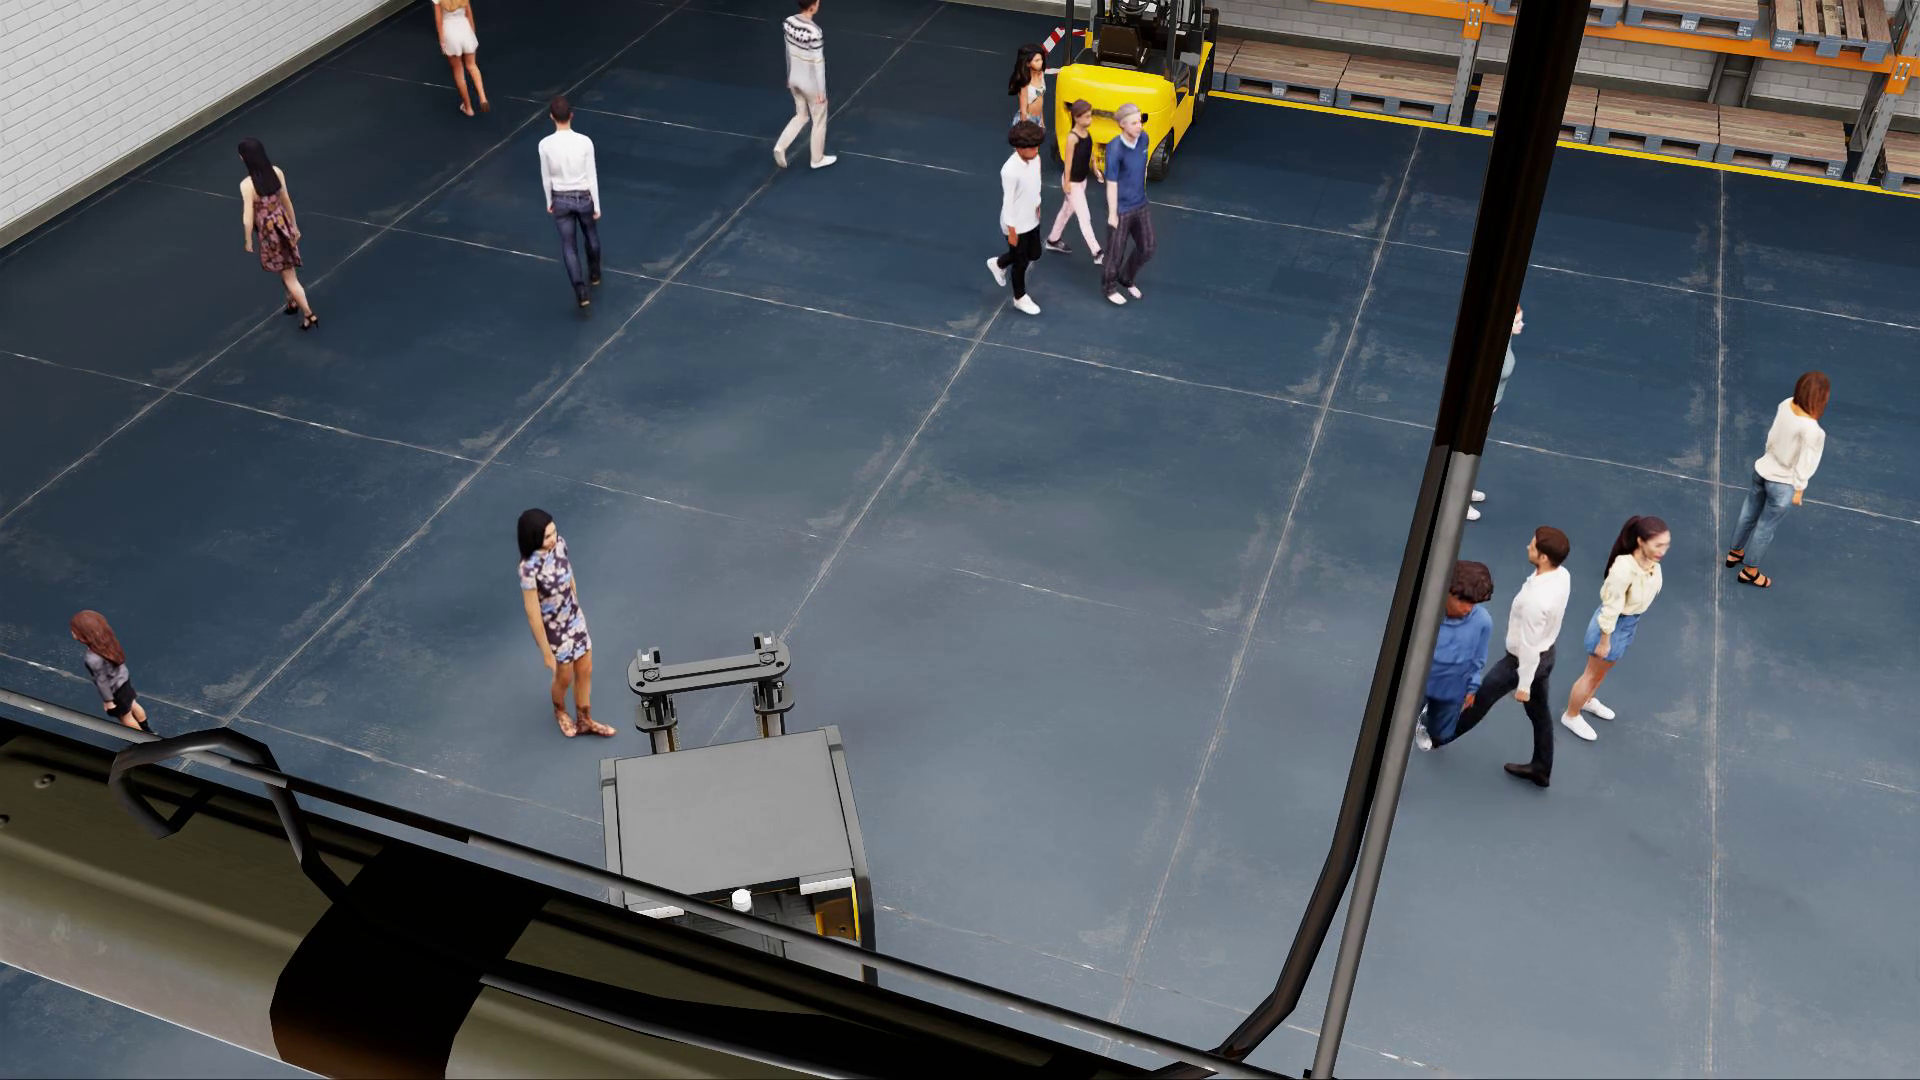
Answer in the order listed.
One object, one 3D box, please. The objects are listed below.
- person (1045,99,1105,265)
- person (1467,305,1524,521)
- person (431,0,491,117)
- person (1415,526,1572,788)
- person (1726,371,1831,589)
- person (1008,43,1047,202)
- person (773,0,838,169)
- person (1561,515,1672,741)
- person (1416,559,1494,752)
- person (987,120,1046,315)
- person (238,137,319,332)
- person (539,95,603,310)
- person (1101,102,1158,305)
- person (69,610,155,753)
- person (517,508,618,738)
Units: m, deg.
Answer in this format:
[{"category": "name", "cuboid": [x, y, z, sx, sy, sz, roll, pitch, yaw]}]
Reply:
[{"category": "person", "cuboid": [0.987, -3.244, 15.014, 1.011, 1.523, 0.617, 17, 42, 20]}, {"category": "person", "cuboid": [3.765, -0.953, 11.968, 0.555, 1.743, 0.590, 16, 41, 19]}, {"category": "person", "cuboid": [-5.192, -5.194, 17.322, 0.792, 1.690, 0.896, -26, 45, -29]}, {"category": "person", "cuboid": [3.420, 0.754, 9.761, 1.238, 1.831, 0.914, 24, 45, 27]}, {"category": "person", "cuboid": [5.594, -0.433, 11.366, 0.678, 1.683, 0.692, -2, 39, -3]}, {"category": "person", "cuboid": [0.648, -3.924, 15.782, 0.597, 1.626, 0.593, 20, 43, 23]}, {"category": "person", "cuboid": [-1.556, -4.450, 16.276, 0.968, 1.832, 0.980, -31, 48, -33]}, {"category": "person", "cuboid": [4.036, 0.513, 10.224, 0.678, 1.630, 0.711, 30, 48, 32]}, {"category": "person", "cuboid": [2.796, 0.764, 9.782, 0.870, 1.788, 0.865, 7, 39, 9]}, {"category": "person", "cuboid": [0.454, -2.783, 14.220, 0.955, 1.793, 0.823, 22, 44, 25]}, {"category": "person", "cuboid": [-5.656, -2.511, 13.906, 0.718, 1.760, 0.630, 13, 41, 16]}, {"category": "person", "cuboid": [-3.330, -2.860, 14.268, 1.144, 1.854, 1.076, -8, 39, -10]}, {"category": "person", "cuboid": [1.365, -2.911, 14.331, 0.814, 1.855, 0.848, -27, 46, -30]}, {"category": "person", "cuboid": [-5.194, 0.868, 10.198, 0.574, 1.107, 0.531, -11, 40, -13]}, {"category": "person", "cuboid": [-2.470, 0.519, 10.138, 0.670, 1.728, 0.633, 17, 42, 20]}]
